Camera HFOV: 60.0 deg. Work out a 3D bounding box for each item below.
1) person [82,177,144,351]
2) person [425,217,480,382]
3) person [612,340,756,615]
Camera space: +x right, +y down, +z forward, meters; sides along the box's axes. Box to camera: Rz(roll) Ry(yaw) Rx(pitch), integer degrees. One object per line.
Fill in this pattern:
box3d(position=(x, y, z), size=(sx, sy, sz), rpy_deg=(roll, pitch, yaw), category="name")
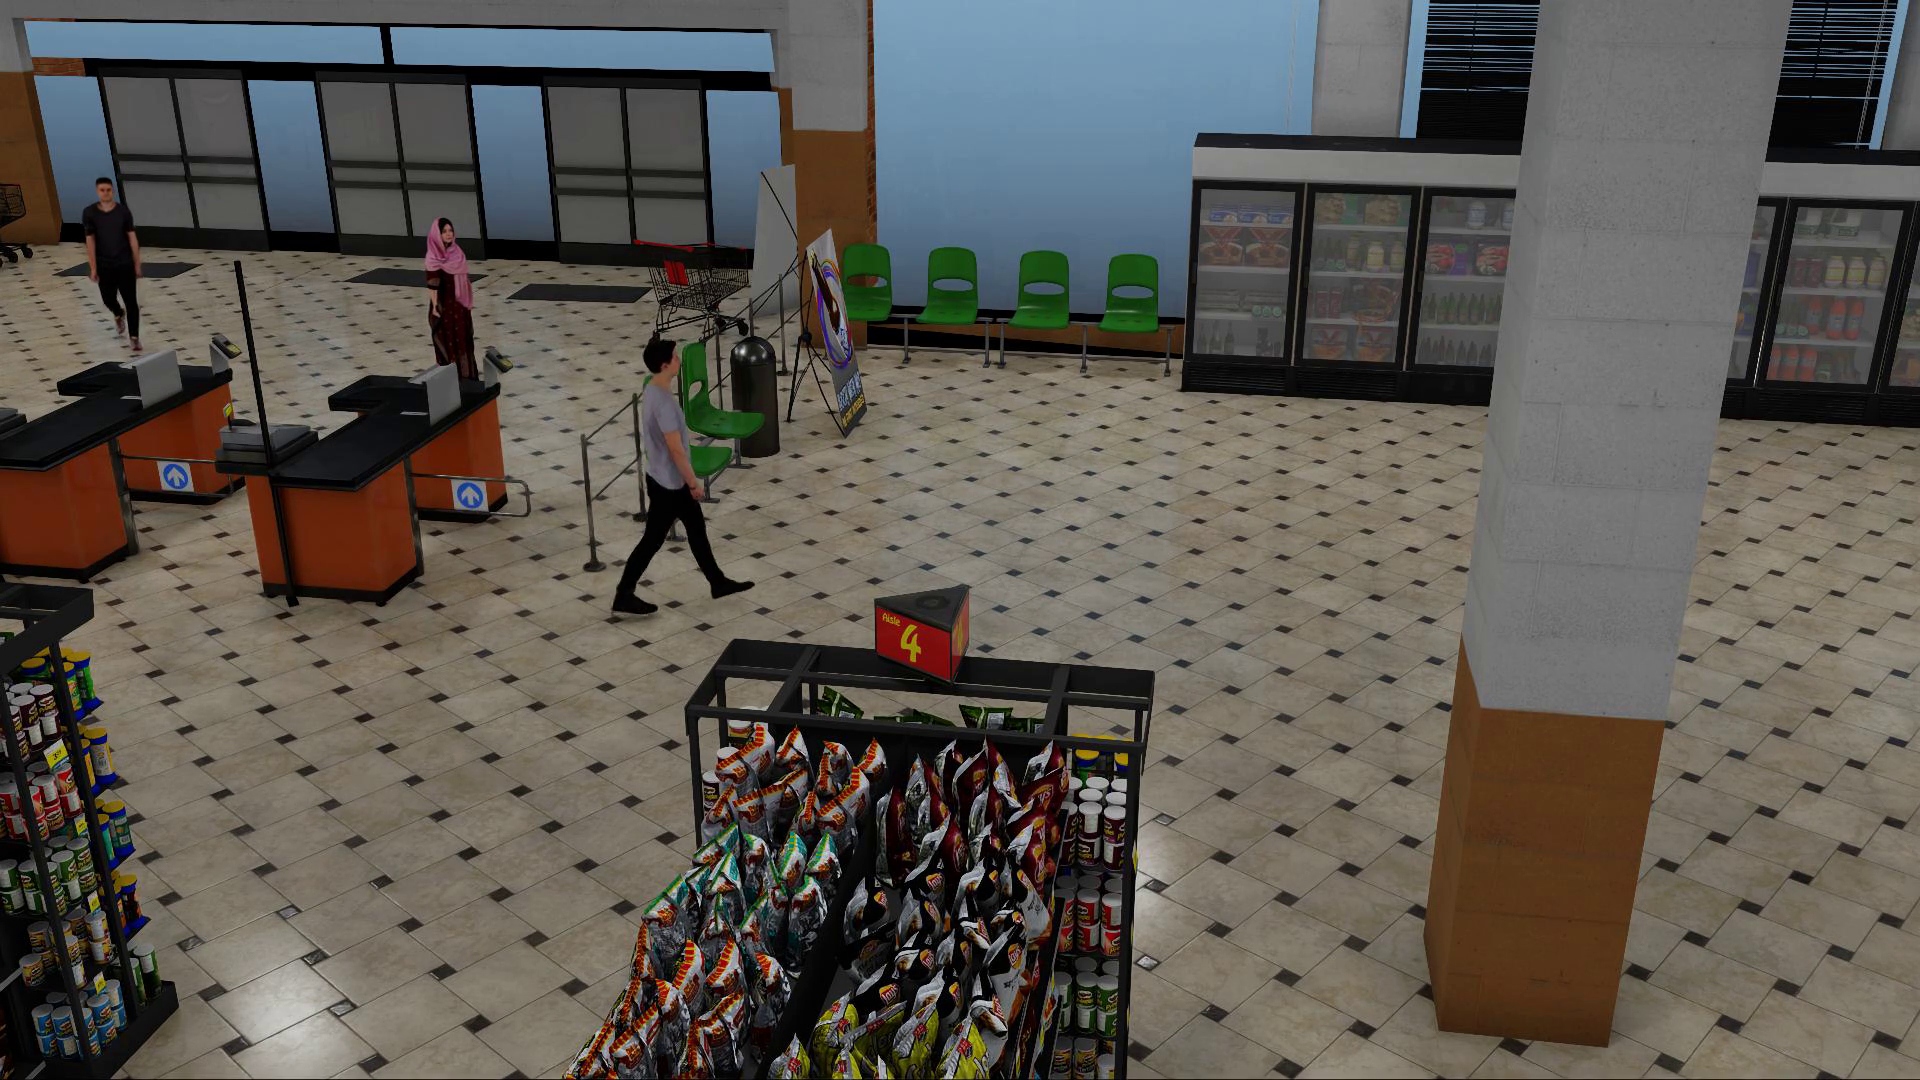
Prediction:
box3d(position=(-8.658, -2.831, 17.049), size=(0.943, 1.743, 1.086), rpy_deg=(-9, 24, -22), category="person")
box3d(position=(-4.818, -2.239, 15.714), size=(0.803, 1.639, 0.670), rpy_deg=(13, 25, 29), category="person")
box3d(position=(-1.984, -0.355, 10.783), size=(1.013, 1.821, 1.215), rpy_deg=(-4, 22, -11), category="person")
